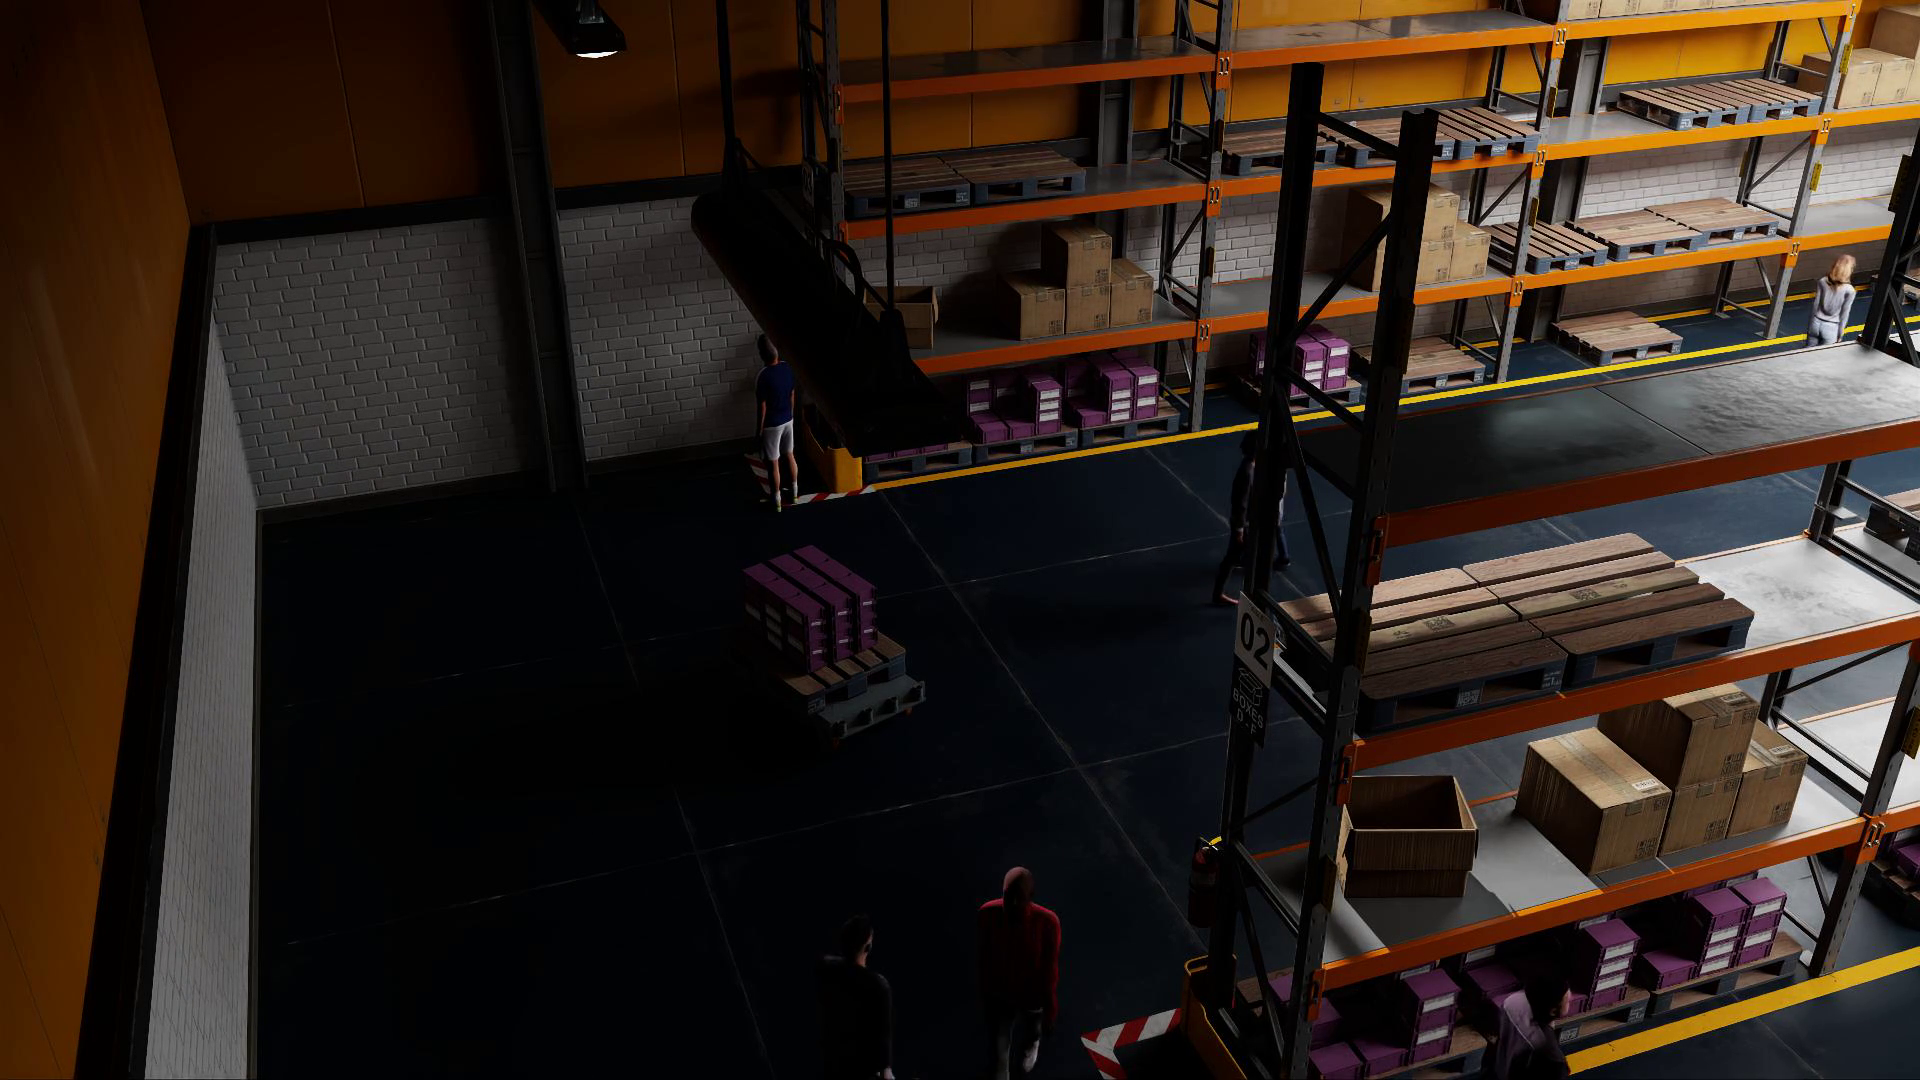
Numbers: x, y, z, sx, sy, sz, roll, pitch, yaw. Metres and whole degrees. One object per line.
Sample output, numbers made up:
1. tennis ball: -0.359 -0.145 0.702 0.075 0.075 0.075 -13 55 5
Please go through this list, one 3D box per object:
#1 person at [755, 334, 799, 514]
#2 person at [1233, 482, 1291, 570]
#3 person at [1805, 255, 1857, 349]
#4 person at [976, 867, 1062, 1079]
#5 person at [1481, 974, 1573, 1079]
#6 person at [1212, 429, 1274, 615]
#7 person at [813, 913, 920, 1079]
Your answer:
1. person: -1.811 -1.163 16.363 0.782 1.833 0.664 23 36 36
2. person: 2.919 -0.260 15.346 0.897 1.221 0.628 -2 29 -4
3. person: 9.600 -2.323 18.531 0.630 1.793 0.651 -19 34 -30
4. person: 0.358 2.546 9.612 1.273 1.787 1.176 6 29 12
5. person: 2.844 3.018 8.730 1.304 1.802 0.970 -2 29 -4
6. person: 2.425 -0.171 14.637 1.020 1.743 0.879 6 29 10
7. person: -0.619 2.862 9.023 1.132 1.797 1.195 12 31 21
